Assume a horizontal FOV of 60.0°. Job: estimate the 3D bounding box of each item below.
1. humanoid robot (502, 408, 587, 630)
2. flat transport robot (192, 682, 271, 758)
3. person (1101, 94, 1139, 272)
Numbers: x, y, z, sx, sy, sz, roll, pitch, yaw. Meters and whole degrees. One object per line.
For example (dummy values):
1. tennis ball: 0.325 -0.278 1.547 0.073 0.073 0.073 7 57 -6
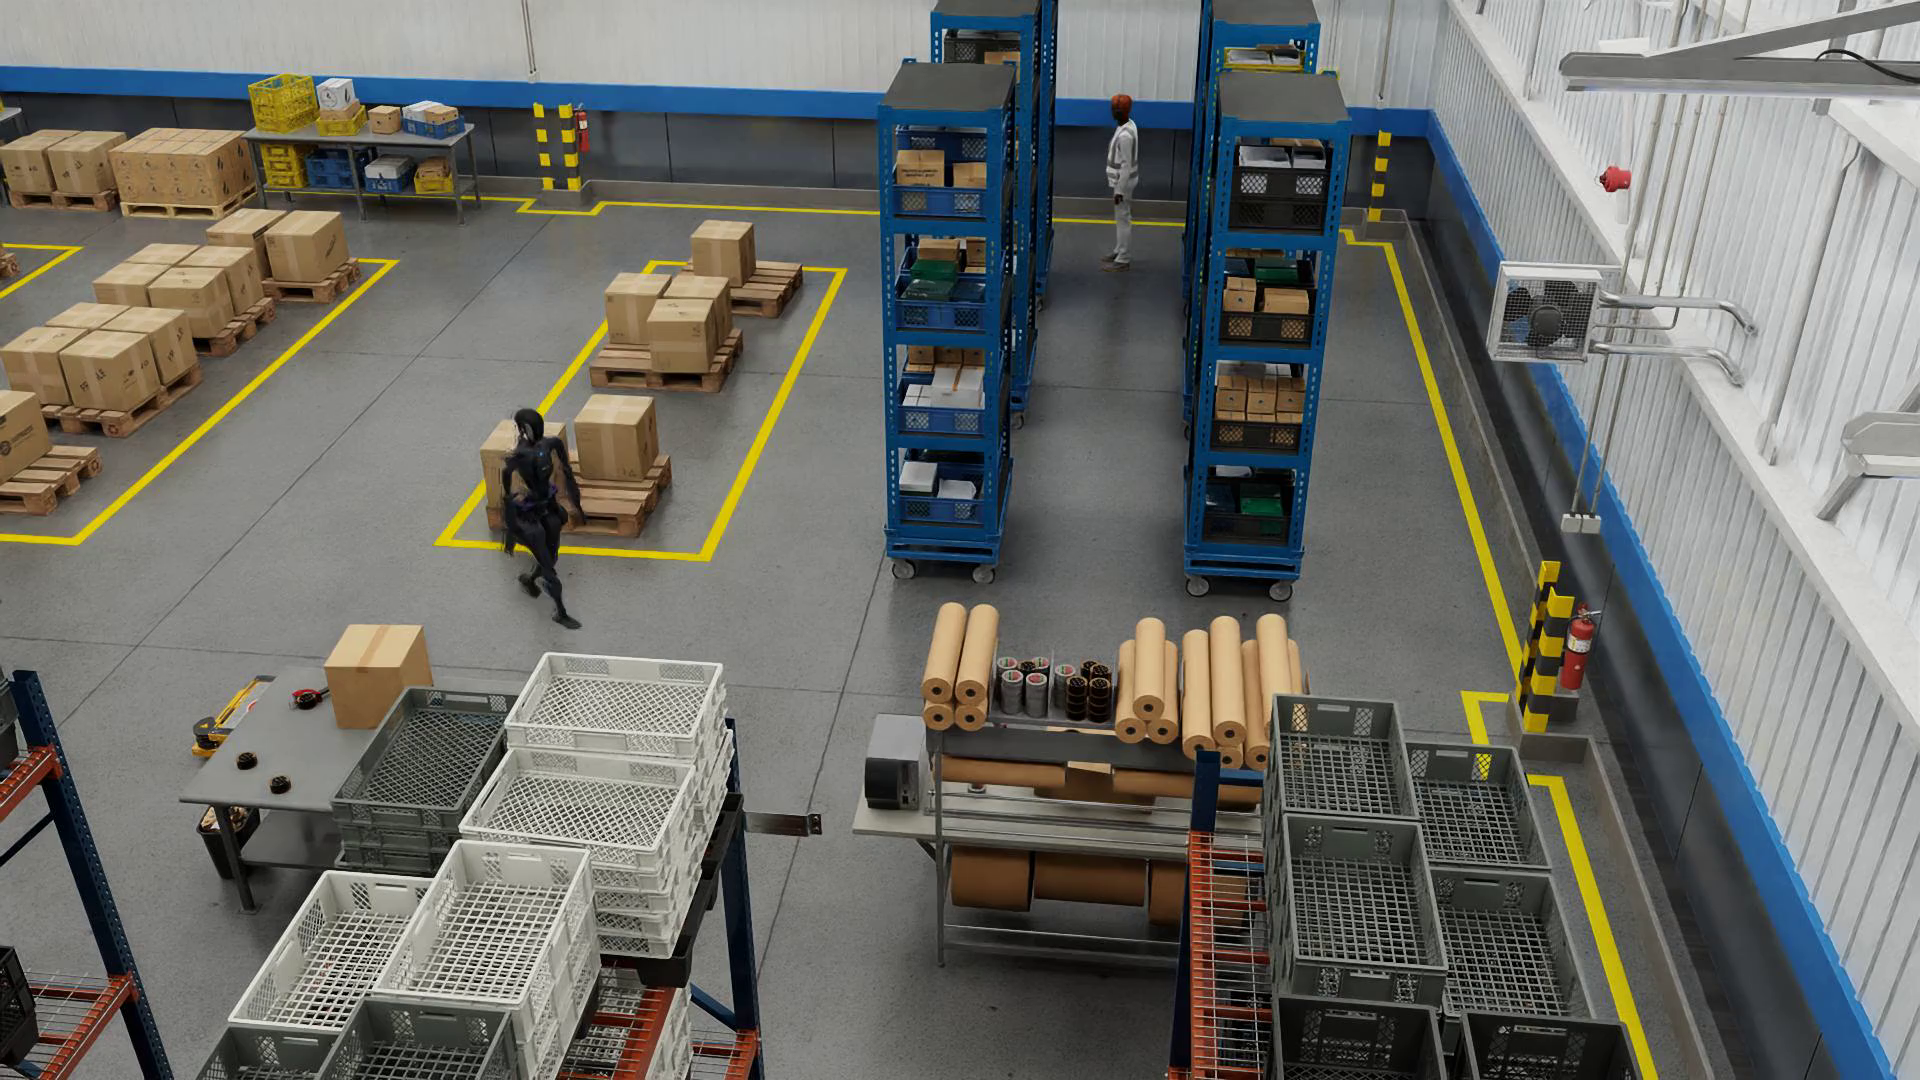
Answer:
1. humanoid robot: -2.971 -0.200 11.660 0.713 1.651 0.603 20 36 31
2. flat transport robot: -4.089 1.163 10.648 1.431 0.197 0.652 3 30 6
3. person: 1.697 -3.759 17.527 0.361 1.882 0.573 3 30 6
